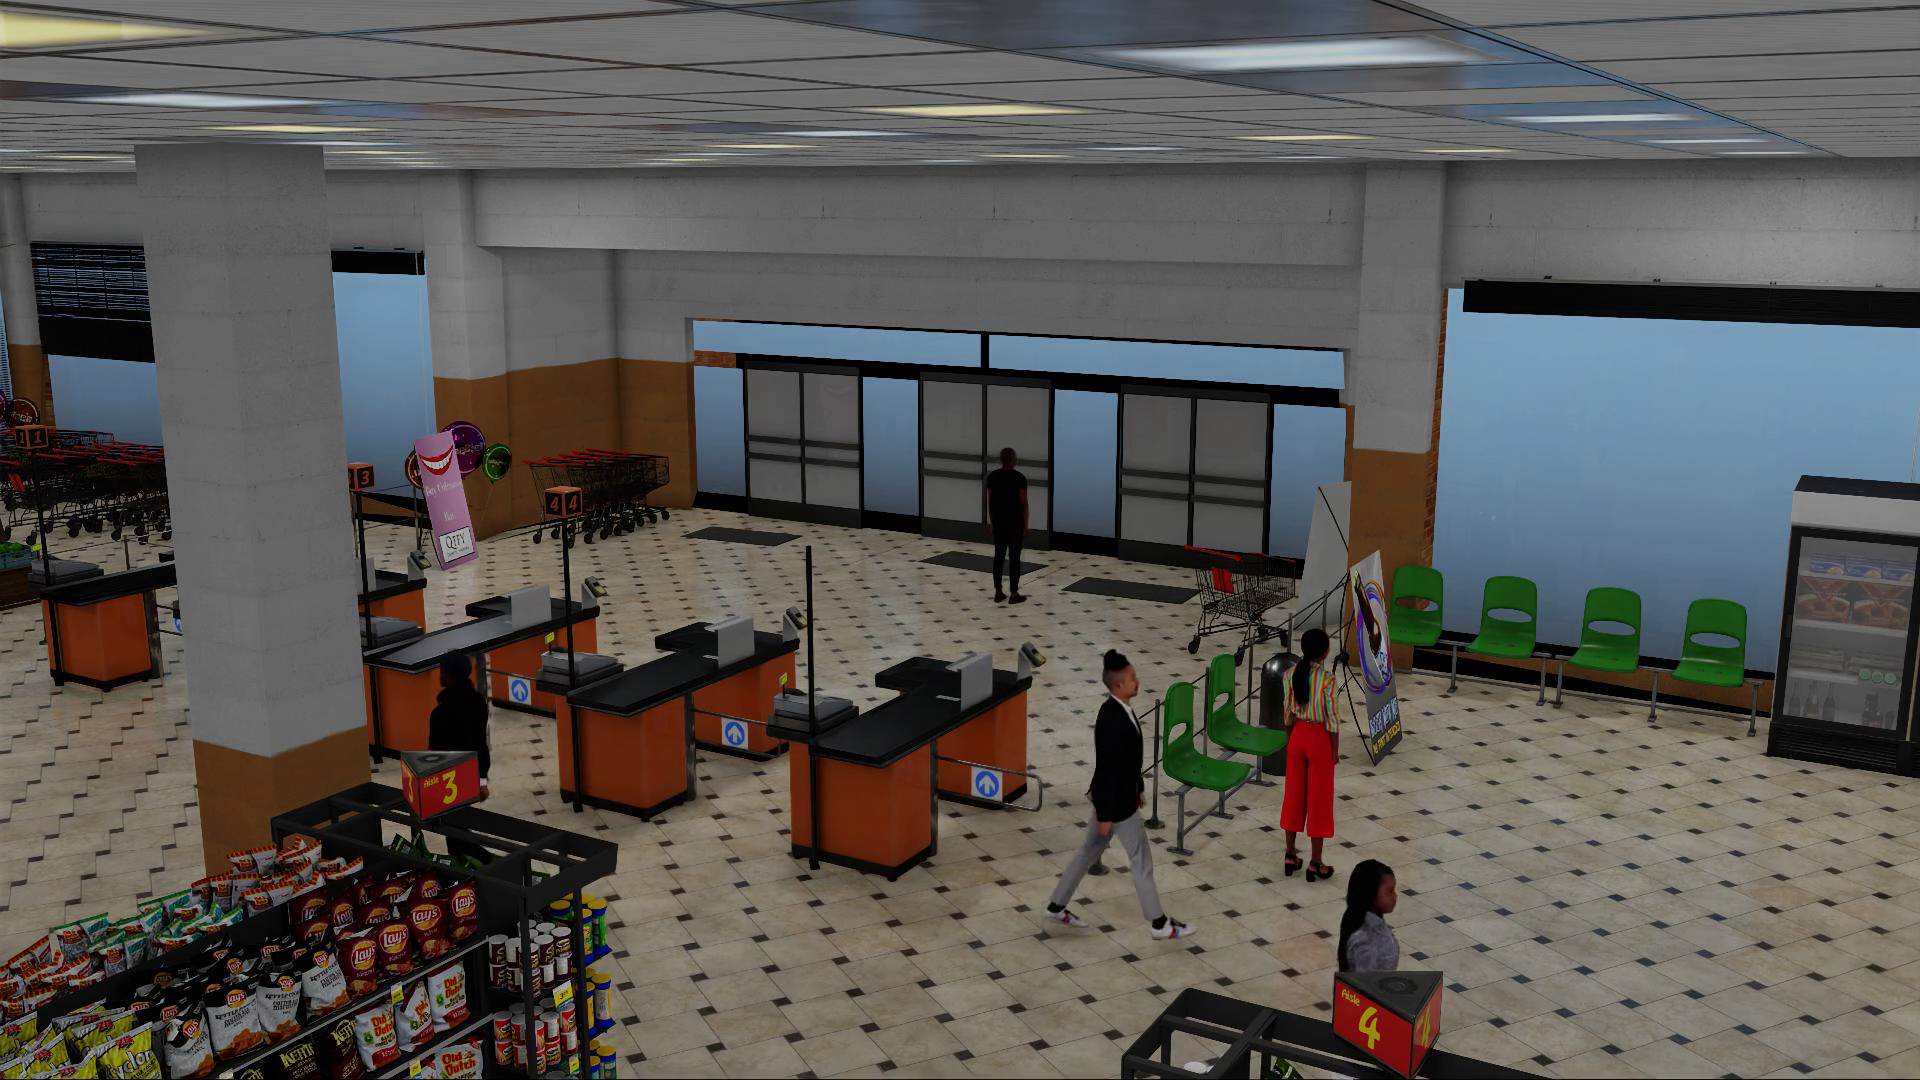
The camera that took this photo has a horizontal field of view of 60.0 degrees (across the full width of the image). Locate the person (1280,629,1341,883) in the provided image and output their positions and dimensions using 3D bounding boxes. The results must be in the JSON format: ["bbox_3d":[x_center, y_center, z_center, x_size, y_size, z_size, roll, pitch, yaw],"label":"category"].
[{"bbox_3d":[2.437,1.481,11.566,0.633,1.793,0.589,10,16,40],"label":"person"}]

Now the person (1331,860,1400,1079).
[{"bbox_3d":[1.815,2.311,7.846,0.756,1.700,0.924,5,13,23],"label":"person"}]

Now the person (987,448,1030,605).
[{"bbox_3d":[0.553,-0.175,19.367,0.663,1.818,0.528,6,13,28],"label":"person"}]

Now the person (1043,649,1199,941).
[{"bbox_3d":[0.887,1.637,10.560,1.092,1.901,1.272,2,12,9],"label":"person"}]
